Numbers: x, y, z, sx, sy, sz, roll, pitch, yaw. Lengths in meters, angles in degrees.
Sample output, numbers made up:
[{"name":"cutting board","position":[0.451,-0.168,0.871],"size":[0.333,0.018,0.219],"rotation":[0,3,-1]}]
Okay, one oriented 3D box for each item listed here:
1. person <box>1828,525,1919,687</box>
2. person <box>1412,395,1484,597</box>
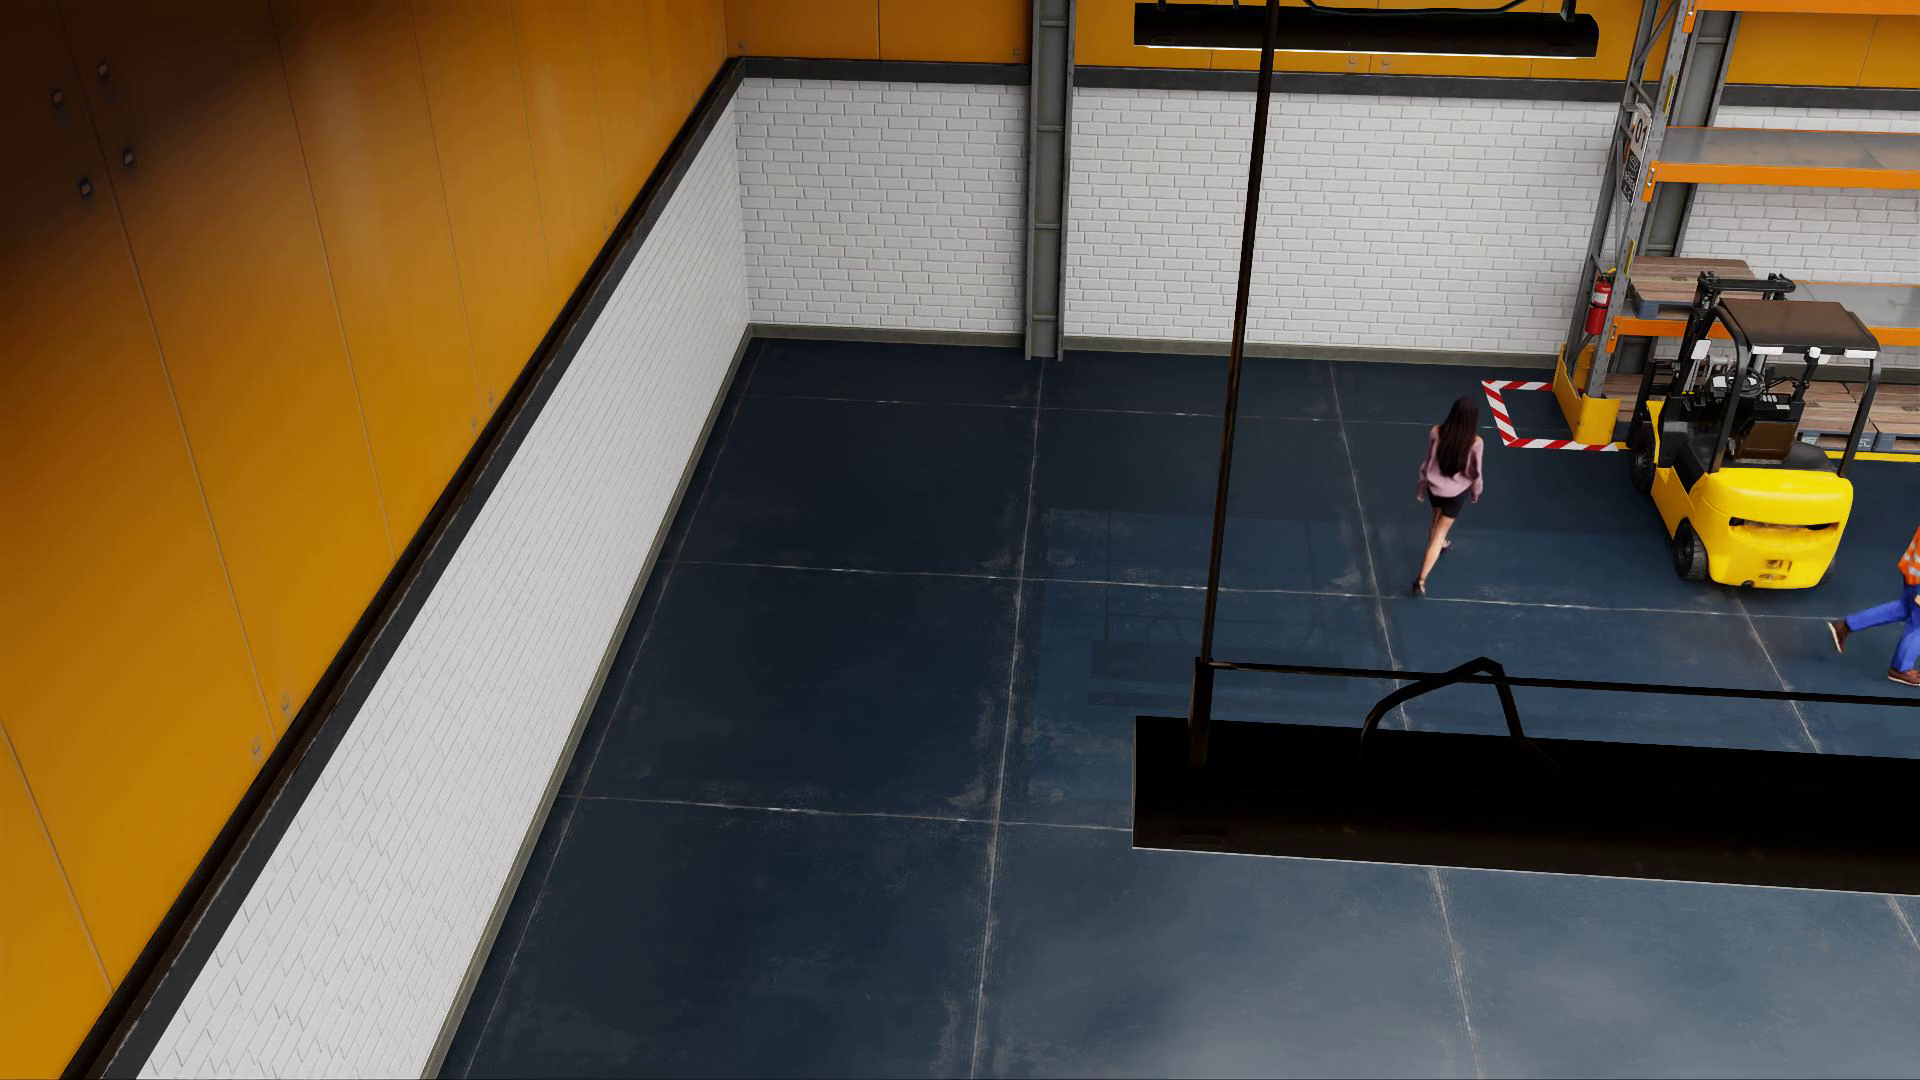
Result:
[{"name":"person","position":[7.182,0.276,12.586],"size":[1.128,1.850,0.884],"rotation":[13,36,18]},{"name":"person","position":[3.928,-0.304,13.533],"size":[1.118,1.766,1.024],"rotation":[19,38,26]}]
